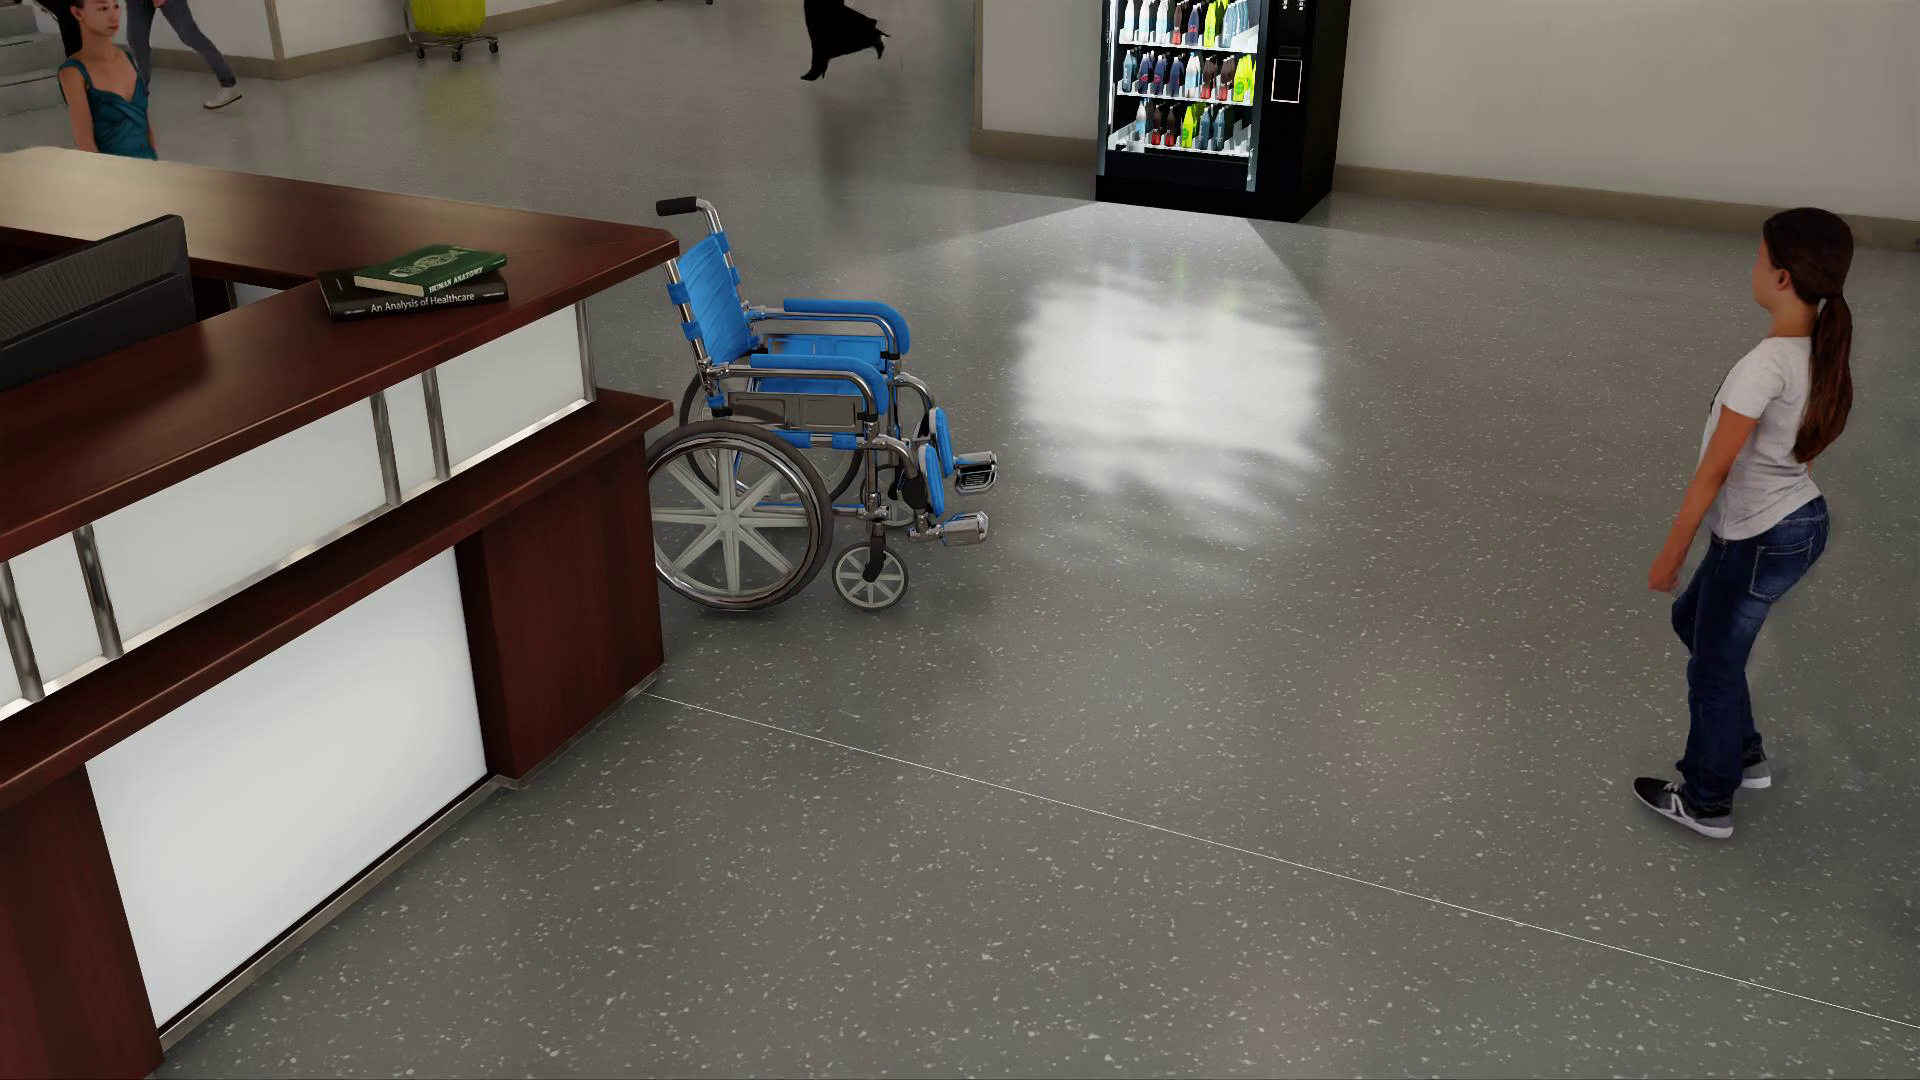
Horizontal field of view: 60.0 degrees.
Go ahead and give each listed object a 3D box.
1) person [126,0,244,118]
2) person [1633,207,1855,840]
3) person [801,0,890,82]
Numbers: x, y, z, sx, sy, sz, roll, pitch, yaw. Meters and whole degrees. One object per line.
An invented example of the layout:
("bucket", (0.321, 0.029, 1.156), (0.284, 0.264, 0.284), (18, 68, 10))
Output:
("person", (-5.523, -3.900, 11.635), (1.212, 1.853, 0.971), (22, 33, 37))
("person", (1.903, 0.017, 3.857), (0.623, 1.554, 0.667), (-20, 32, -36))
("person", (-0.941, -4.472, 12.961), (1.102, 1.732, 1.004), (-7, 27, -14))
